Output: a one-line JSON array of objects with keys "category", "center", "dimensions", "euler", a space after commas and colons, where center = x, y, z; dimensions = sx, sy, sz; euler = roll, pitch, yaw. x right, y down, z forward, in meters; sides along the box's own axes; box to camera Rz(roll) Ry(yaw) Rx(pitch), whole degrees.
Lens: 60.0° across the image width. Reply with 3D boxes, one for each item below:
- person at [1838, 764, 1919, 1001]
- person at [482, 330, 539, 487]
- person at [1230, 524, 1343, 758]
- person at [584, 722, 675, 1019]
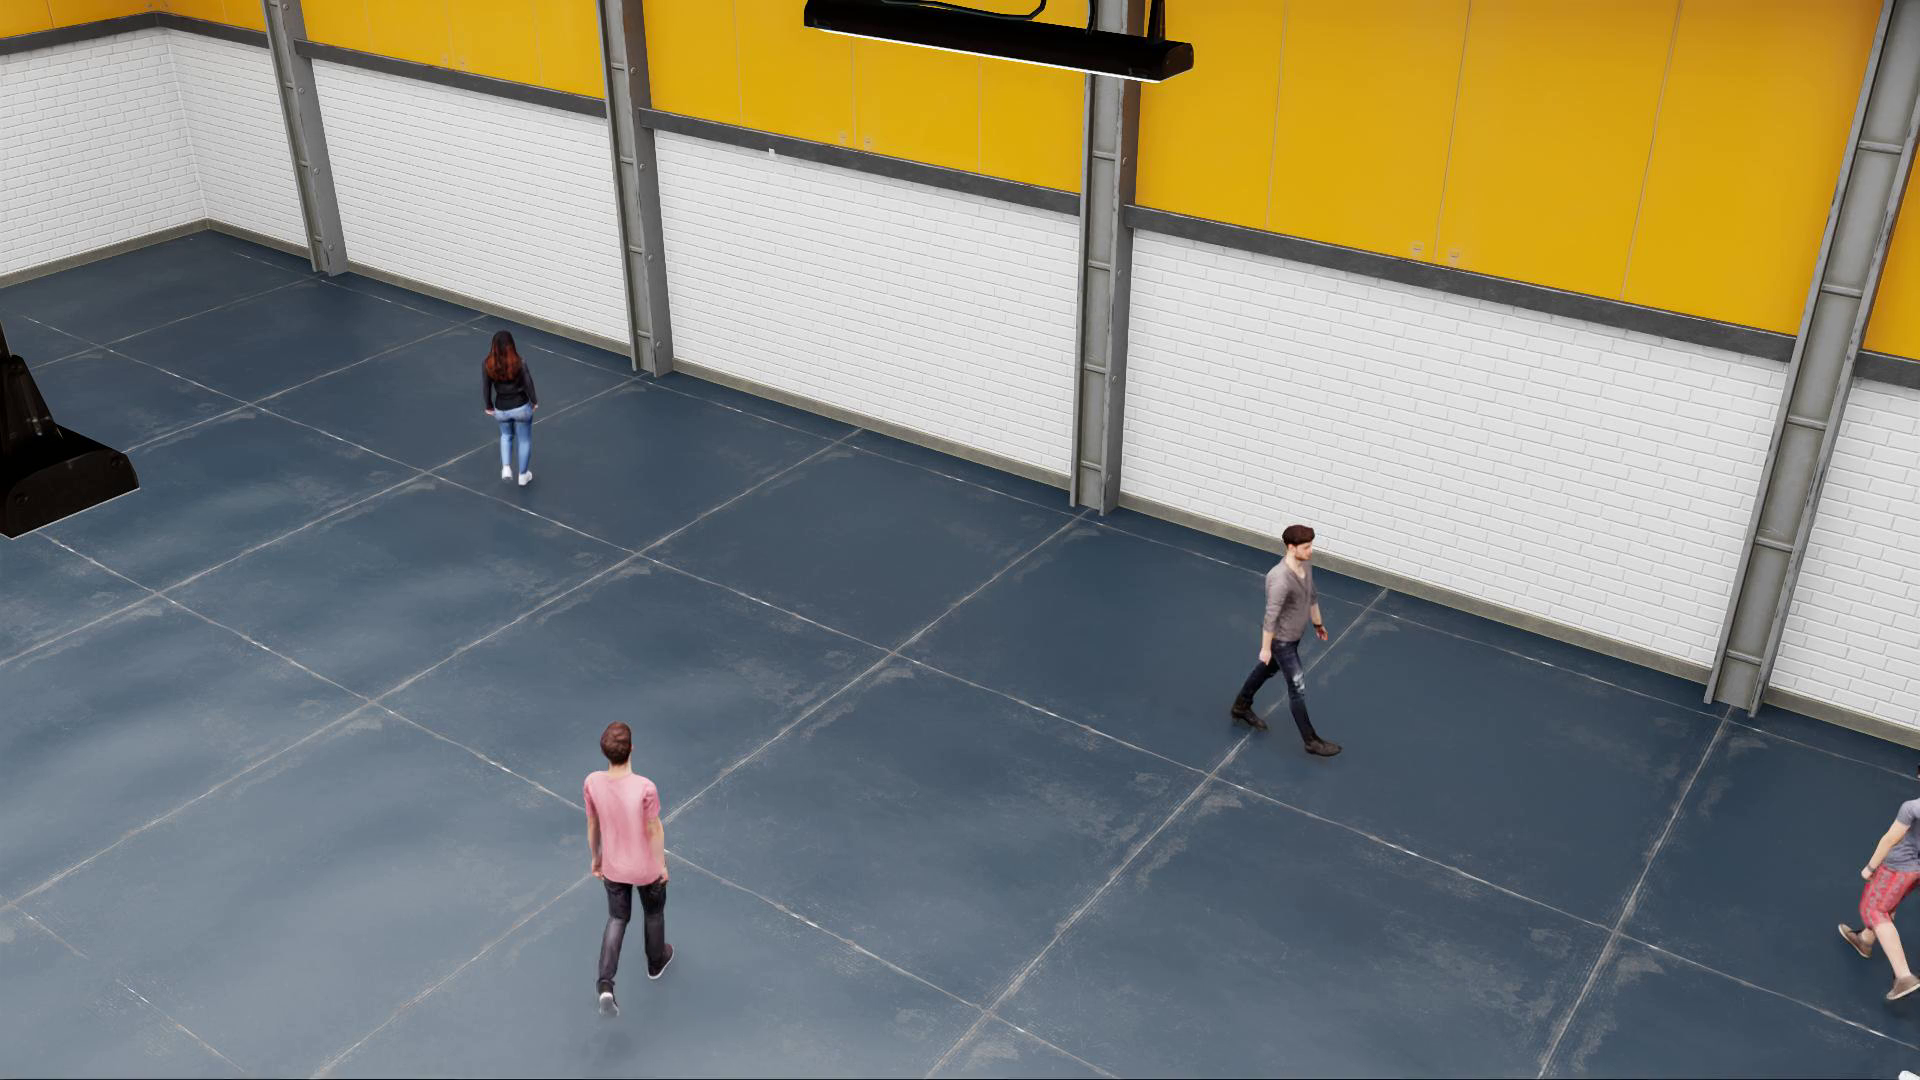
[{"category": "person", "center": [5.860, 2.081, 10.279], "dimensions": [0.968, 1.631, 1.089], "euler": [-8, 30, -14]}, {"category": "person", "center": [-4.436, -1.266, 16.422], "dimensions": [0.743, 1.623, 0.827], "euler": [1, 29, 2]}, {"category": "person", "center": [2.375, 0.706, 12.562], "dimensions": [1.202, 1.858, 0.739], "euler": [16, 32, 27]}, {"category": "person", "center": [-2.028, 2.024, 10.062], "dimensions": [1.107, 1.938, 0.981], "euler": [5, 29, 9]}]
